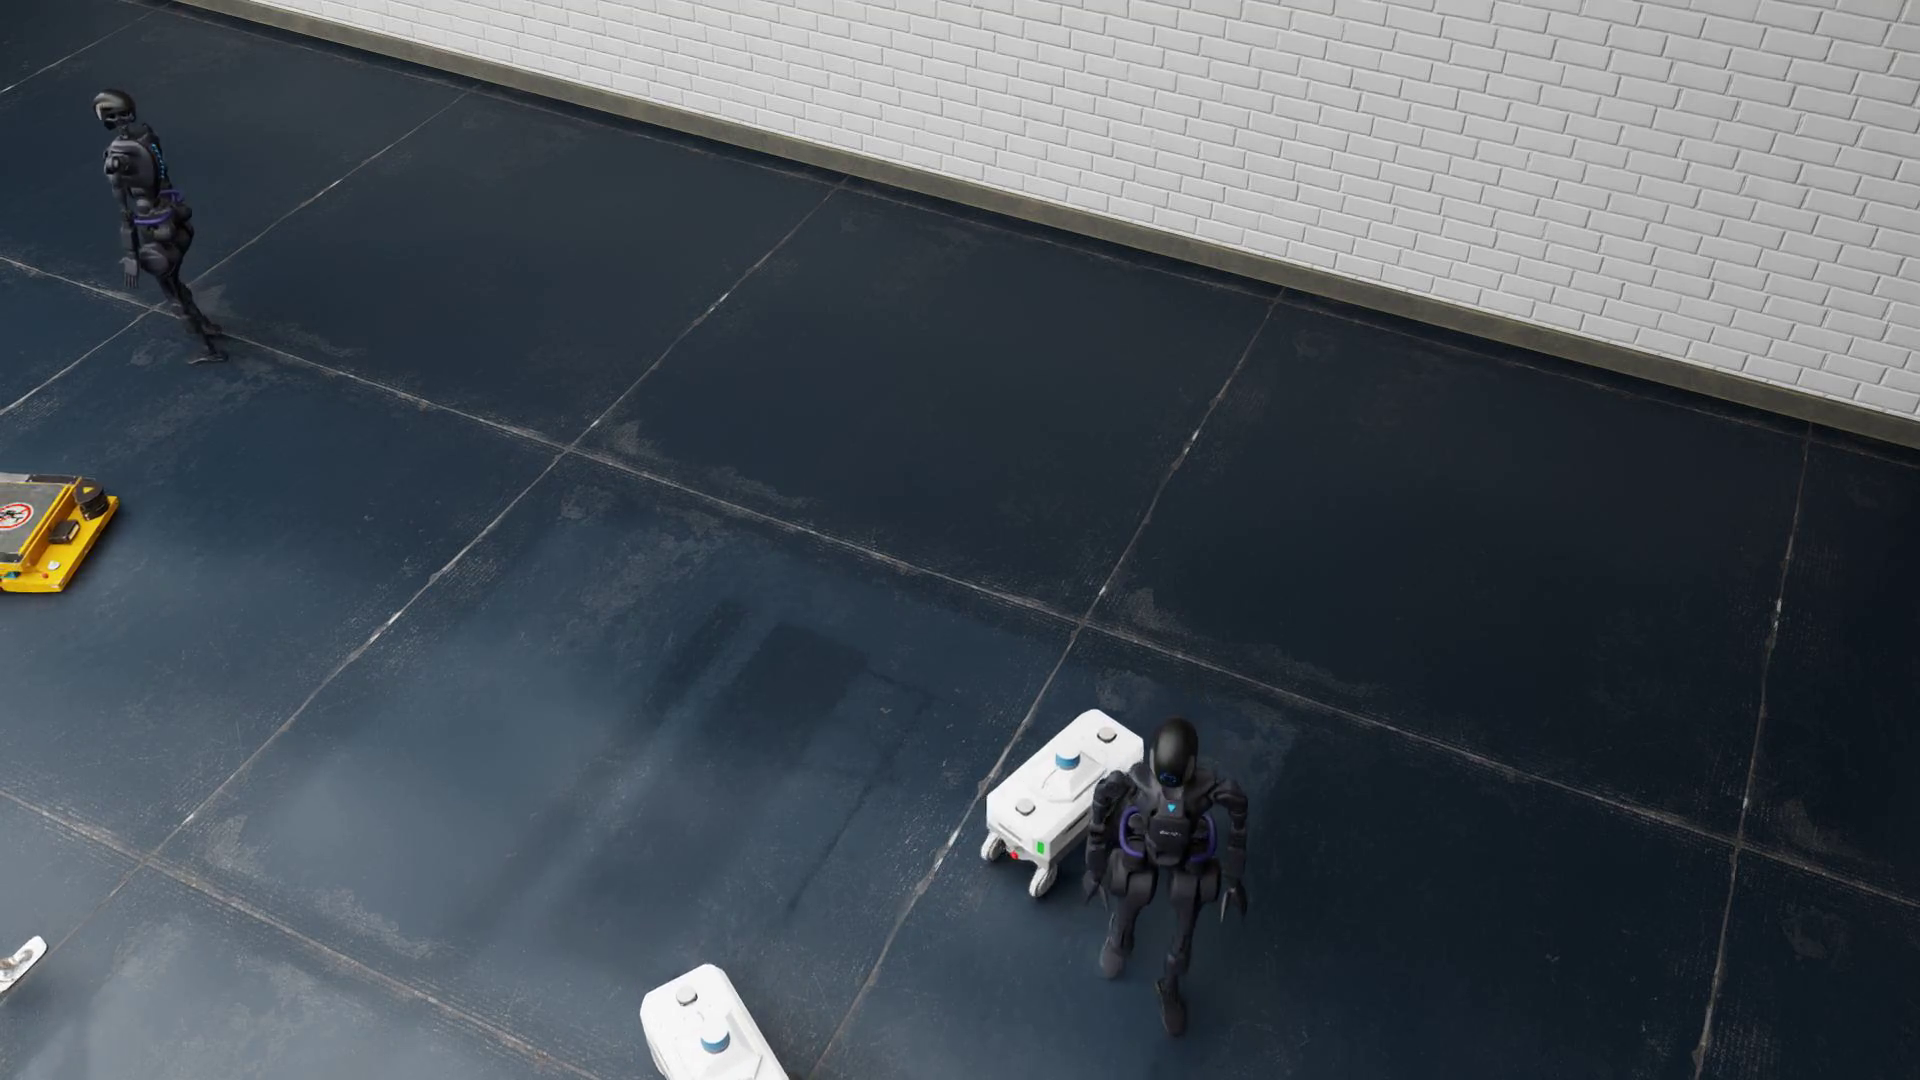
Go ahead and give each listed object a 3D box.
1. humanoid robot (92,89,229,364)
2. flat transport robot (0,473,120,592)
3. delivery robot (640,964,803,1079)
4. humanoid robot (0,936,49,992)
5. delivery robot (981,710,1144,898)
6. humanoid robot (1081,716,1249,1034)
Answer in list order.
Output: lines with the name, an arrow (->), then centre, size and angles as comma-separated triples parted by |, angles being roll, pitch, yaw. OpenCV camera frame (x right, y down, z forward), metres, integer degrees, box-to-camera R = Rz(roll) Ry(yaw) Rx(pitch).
humanoid robot -> -4.354, -1.663, 9.019 | 0.325, 1.652, 0.594 | 1, 43, 1
flat transport robot -> -5.055, -0.050, 8.309 | 1.431, 0.231, 0.659 | 3, 43, 3
delivery robot -> -0.849, 1.922, 5.966 | 0.499, 0.589, 0.785 | -23, 48, -23
humanoid robot -> -3.953, 1.317, 5.769 | 0.565, 1.733, 1.053 | 32, 51, 30
delivery robot -> 0.434, 1.058, 6.898 | 0.499, 0.587, 0.769 | 32, 52, 30
humanoid robot -> 0.751, 1.144, 5.989 | 0.611, 1.643, 0.450 | 4, 43, 4
